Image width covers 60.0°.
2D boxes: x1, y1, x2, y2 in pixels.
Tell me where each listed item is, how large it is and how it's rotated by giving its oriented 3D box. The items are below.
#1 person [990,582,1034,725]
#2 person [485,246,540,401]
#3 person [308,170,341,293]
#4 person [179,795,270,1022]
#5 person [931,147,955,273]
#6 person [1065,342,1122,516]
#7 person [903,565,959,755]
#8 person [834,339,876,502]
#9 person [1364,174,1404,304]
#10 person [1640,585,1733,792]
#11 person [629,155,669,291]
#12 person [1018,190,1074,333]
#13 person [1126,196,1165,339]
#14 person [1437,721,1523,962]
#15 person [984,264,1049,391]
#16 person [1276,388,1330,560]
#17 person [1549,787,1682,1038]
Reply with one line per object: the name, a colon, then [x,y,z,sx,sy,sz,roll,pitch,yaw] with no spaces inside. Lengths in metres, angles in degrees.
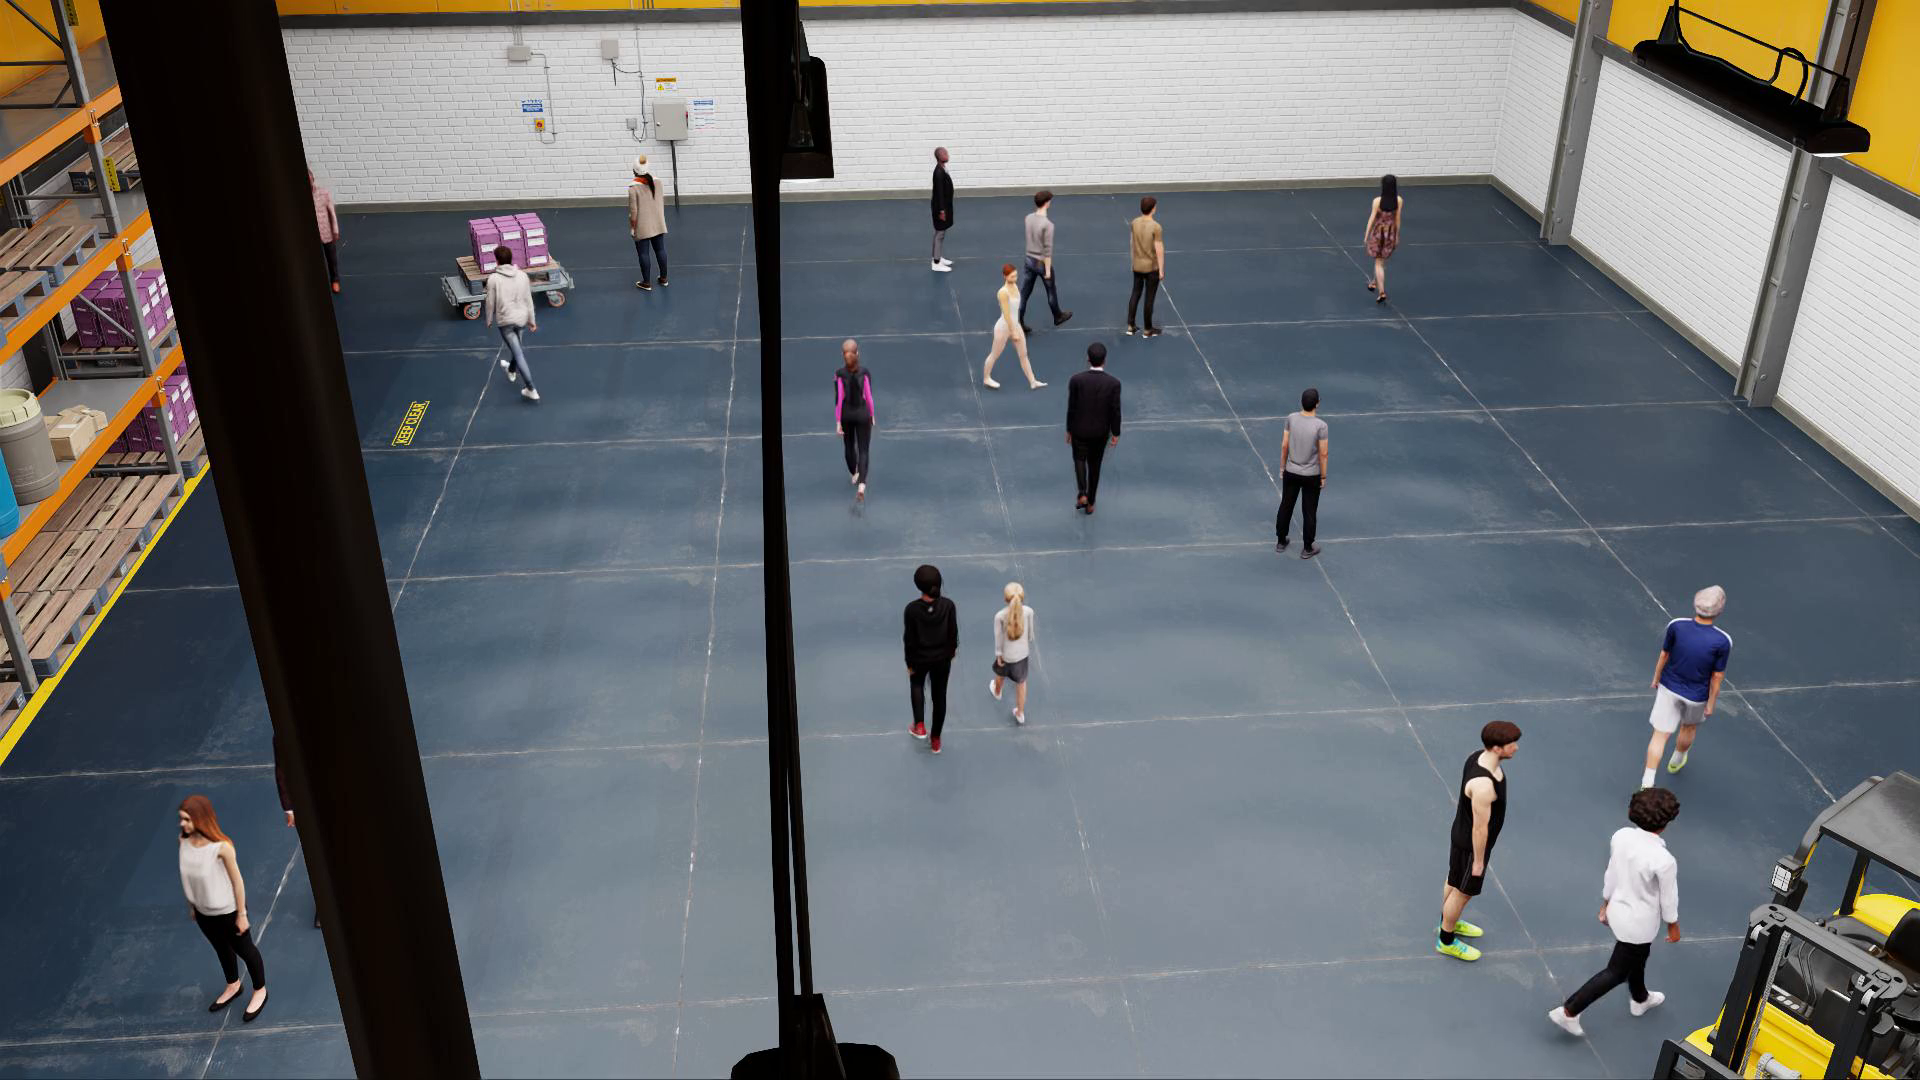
person: [0.467,0.956,13.851,0.560,1.251,0.813,-5,29,-10]
person: [-5.249,-2.520,19.649,1.178,1.800,1.342,-23,36,-36]
person: [-8.747,-4.195,22.758,0.872,1.763,1.218,-9,30,-17]
person: [-4.796,2.359,10.786,0.649,1.721,0.642,11,30,19]
person: [-0.283,-4.746,23.771,0.729,1.761,0.522,1,29,2]
person: [1.329,-1.087,16.949,0.776,1.871,0.775,2,29,4]
person: [-0.215,0.990,13.357,0.606,1.662,0.604,-3,29,-5]
person: [-1.091,-1.232,17.364,0.575,1.726,1.088,-2,29,-4]
person: [5.736,-4.042,22.487,0.670,1.754,0.909,-5,29,-9]
person: [5.558,1.205,12.817,1.097,1.802,1.231,17,33,28]
person: [-4.323,-4.418,23.034,0.814,1.890,0.850,-22,35,-34]
person: [0.939,-3.527,21.431,1.217,1.862,1.223,-24,37,-37]
person: [2.380,-3.524,21.431,0.774,1.855,0.847,26,38,38]
person: [3.476,2.002,11.265,0.787,1.890,0.628,7,29,12]
person: [0.480,-2.519,19.859,1.006,1.597,1.049,15,32,26]
person: [3.358,-0.671,16.307,0.699,1.754,0.730,17,33,28]
person: [4.224,2.431,10.611,0.873,1.764,1.153,-7,29,-12]
